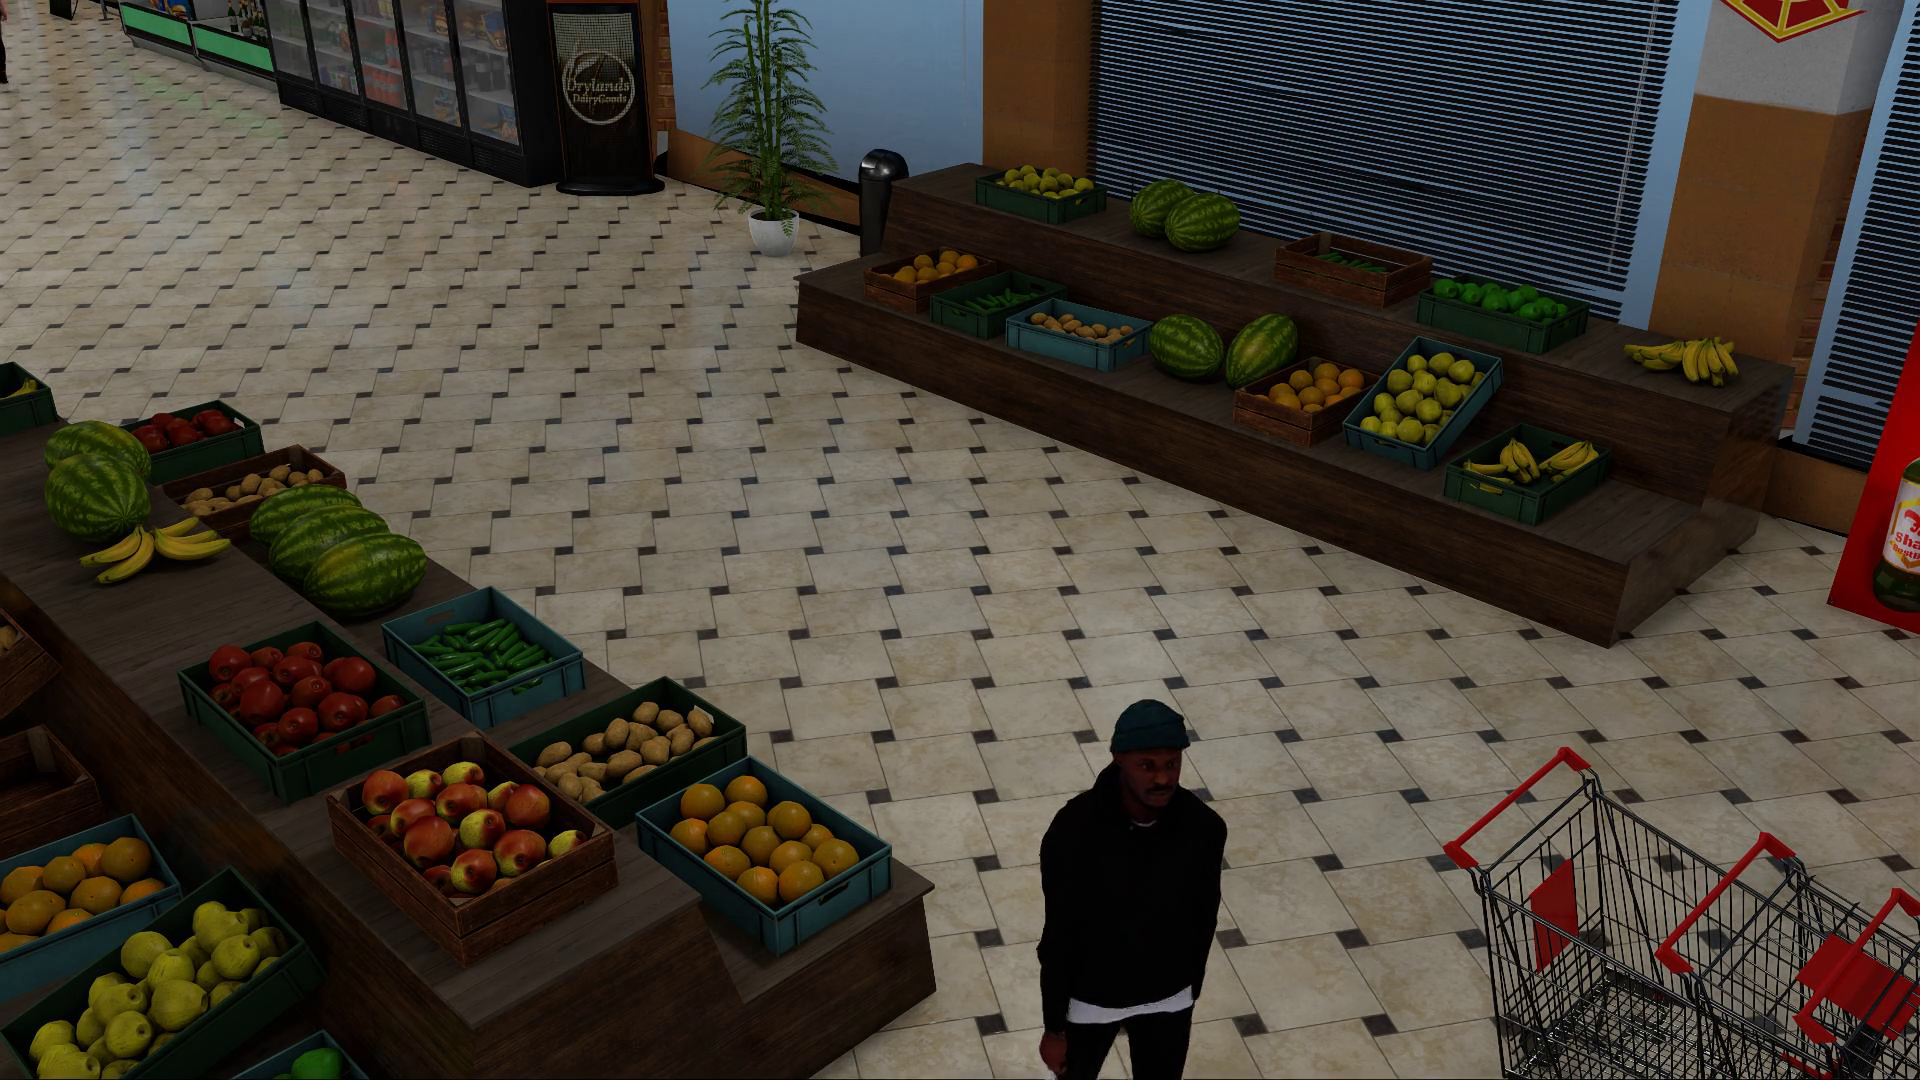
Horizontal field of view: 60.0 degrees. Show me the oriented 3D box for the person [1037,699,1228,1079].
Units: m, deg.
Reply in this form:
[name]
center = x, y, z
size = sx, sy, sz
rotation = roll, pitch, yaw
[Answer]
[person]
center = 0.425, 1.189, 4.619
size = 1.125, 1.790, 1.241
rotation = -3, 27, -5
